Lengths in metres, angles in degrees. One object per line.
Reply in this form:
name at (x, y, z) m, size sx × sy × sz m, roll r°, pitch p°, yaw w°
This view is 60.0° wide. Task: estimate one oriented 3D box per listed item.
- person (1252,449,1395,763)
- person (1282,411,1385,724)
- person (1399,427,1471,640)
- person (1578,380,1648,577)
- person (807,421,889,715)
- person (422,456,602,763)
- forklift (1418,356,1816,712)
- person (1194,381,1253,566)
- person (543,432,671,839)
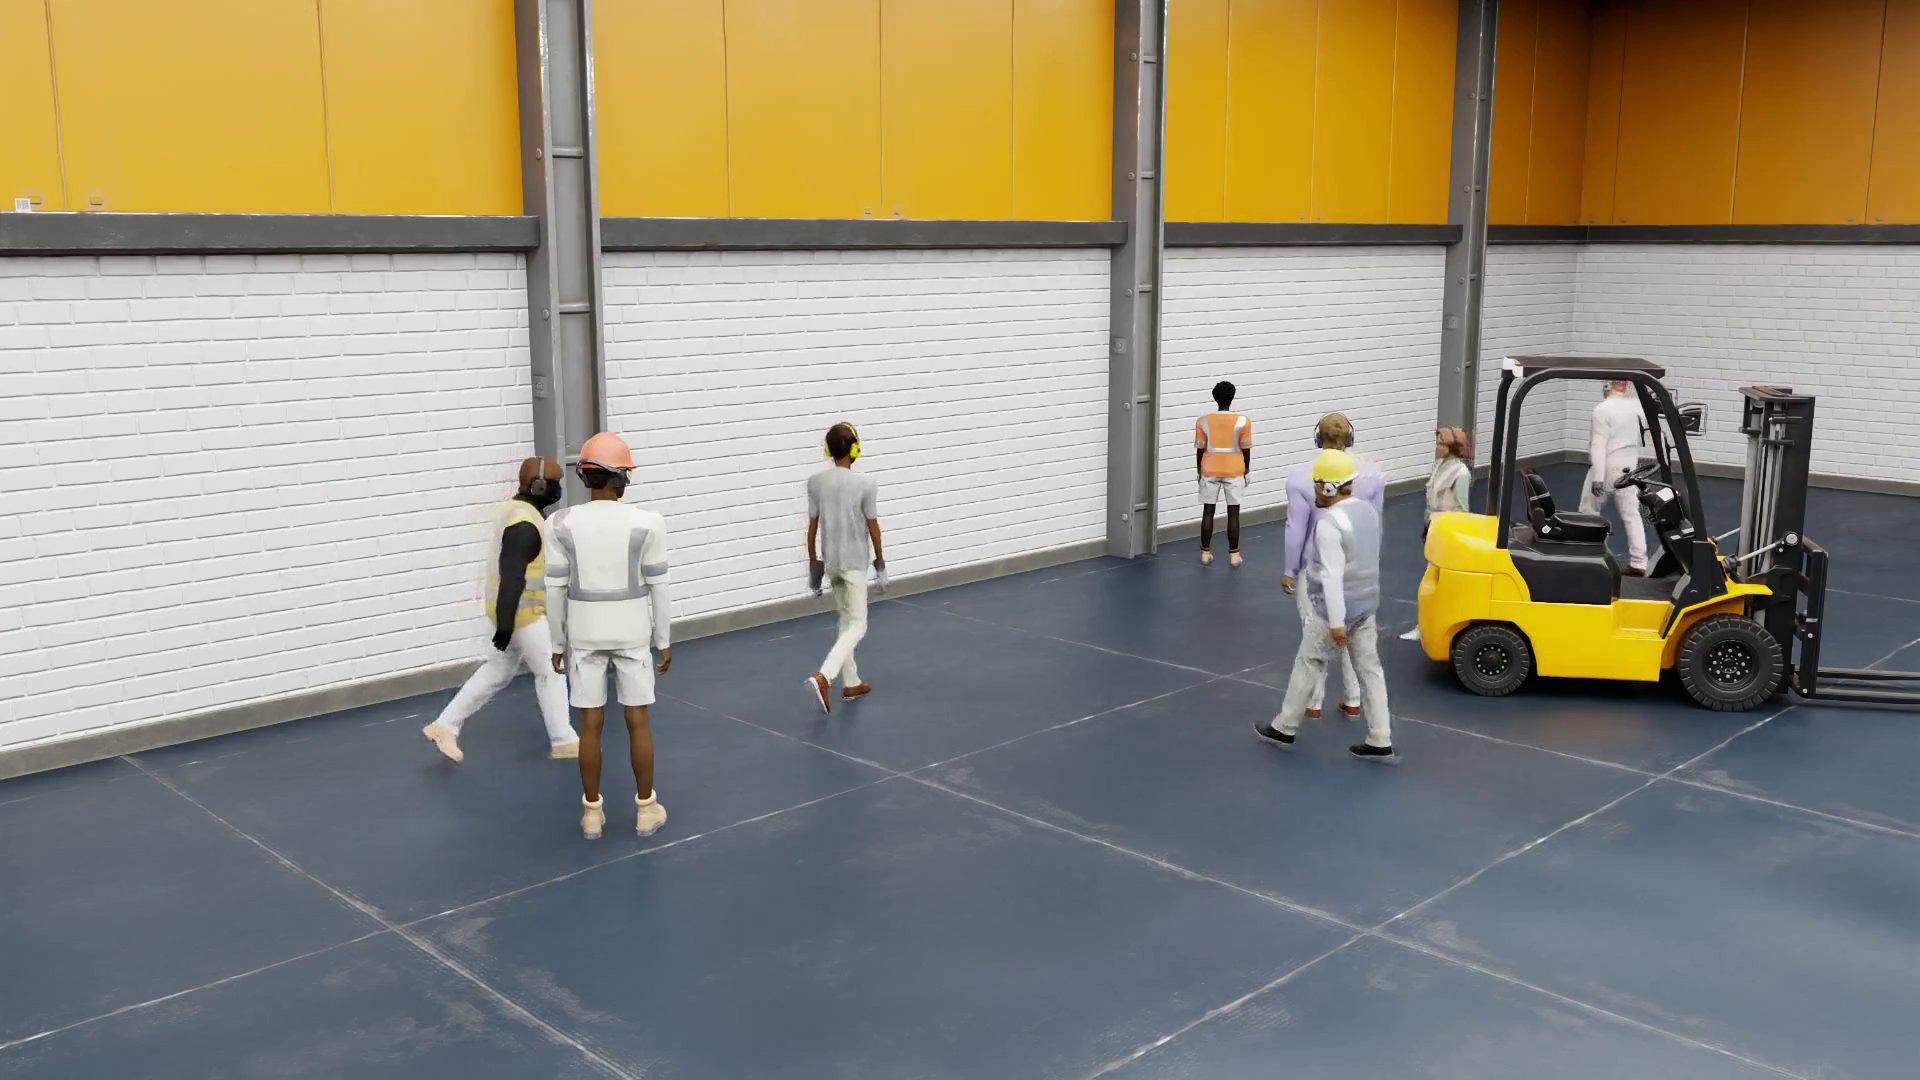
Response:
person at (2.131, 0.370, 9.595) m, size 0.915 × 1.791 × 0.585 m, roll 10°, pitch 14°, yaw 43°
person at (2.294, 0.174, 10.277) m, size 0.634 × 1.936 × 0.351 m, roll -2°, pitch 11°, yaw -10°
person at (3.673, -0.048, 12.371) m, size 0.711 × 1.611 × 0.526 m, roll 0°, pitch 10°, yaw -2°
person at (5.798, -0.620, 14.839) m, size 0.668 × 1.850 × 1.016 m, roll -5°, pitch 12°, yaw -27°
person at (-0.758, 0.177, 10.540) m, size 0.524 × 1.845 × 0.790 m, roll 6°, pitch 12°, yaw 29°
person at (-2.600, 0.409, 9.477) m, size 0.939 × 1.786 × 0.634 m, roll -3°, pitch 11°, yaw -18°
forklift at (4.276, -0.101, 11.076) m, size 2.313 × 2.155 × 1.214 m, roll 2°, pitch 11°, yaw 13°
person at (2.401, -0.605, 15.202) m, size 0.532 × 1.694 × 0.320 m, roll 4°, pitch 11°, yaw 19°
person at (-1.751, 0.480, 8.332) m, size 0.611 × 2.038 × 0.394 m, roll -1°, pitch 10°, yaw -4°
